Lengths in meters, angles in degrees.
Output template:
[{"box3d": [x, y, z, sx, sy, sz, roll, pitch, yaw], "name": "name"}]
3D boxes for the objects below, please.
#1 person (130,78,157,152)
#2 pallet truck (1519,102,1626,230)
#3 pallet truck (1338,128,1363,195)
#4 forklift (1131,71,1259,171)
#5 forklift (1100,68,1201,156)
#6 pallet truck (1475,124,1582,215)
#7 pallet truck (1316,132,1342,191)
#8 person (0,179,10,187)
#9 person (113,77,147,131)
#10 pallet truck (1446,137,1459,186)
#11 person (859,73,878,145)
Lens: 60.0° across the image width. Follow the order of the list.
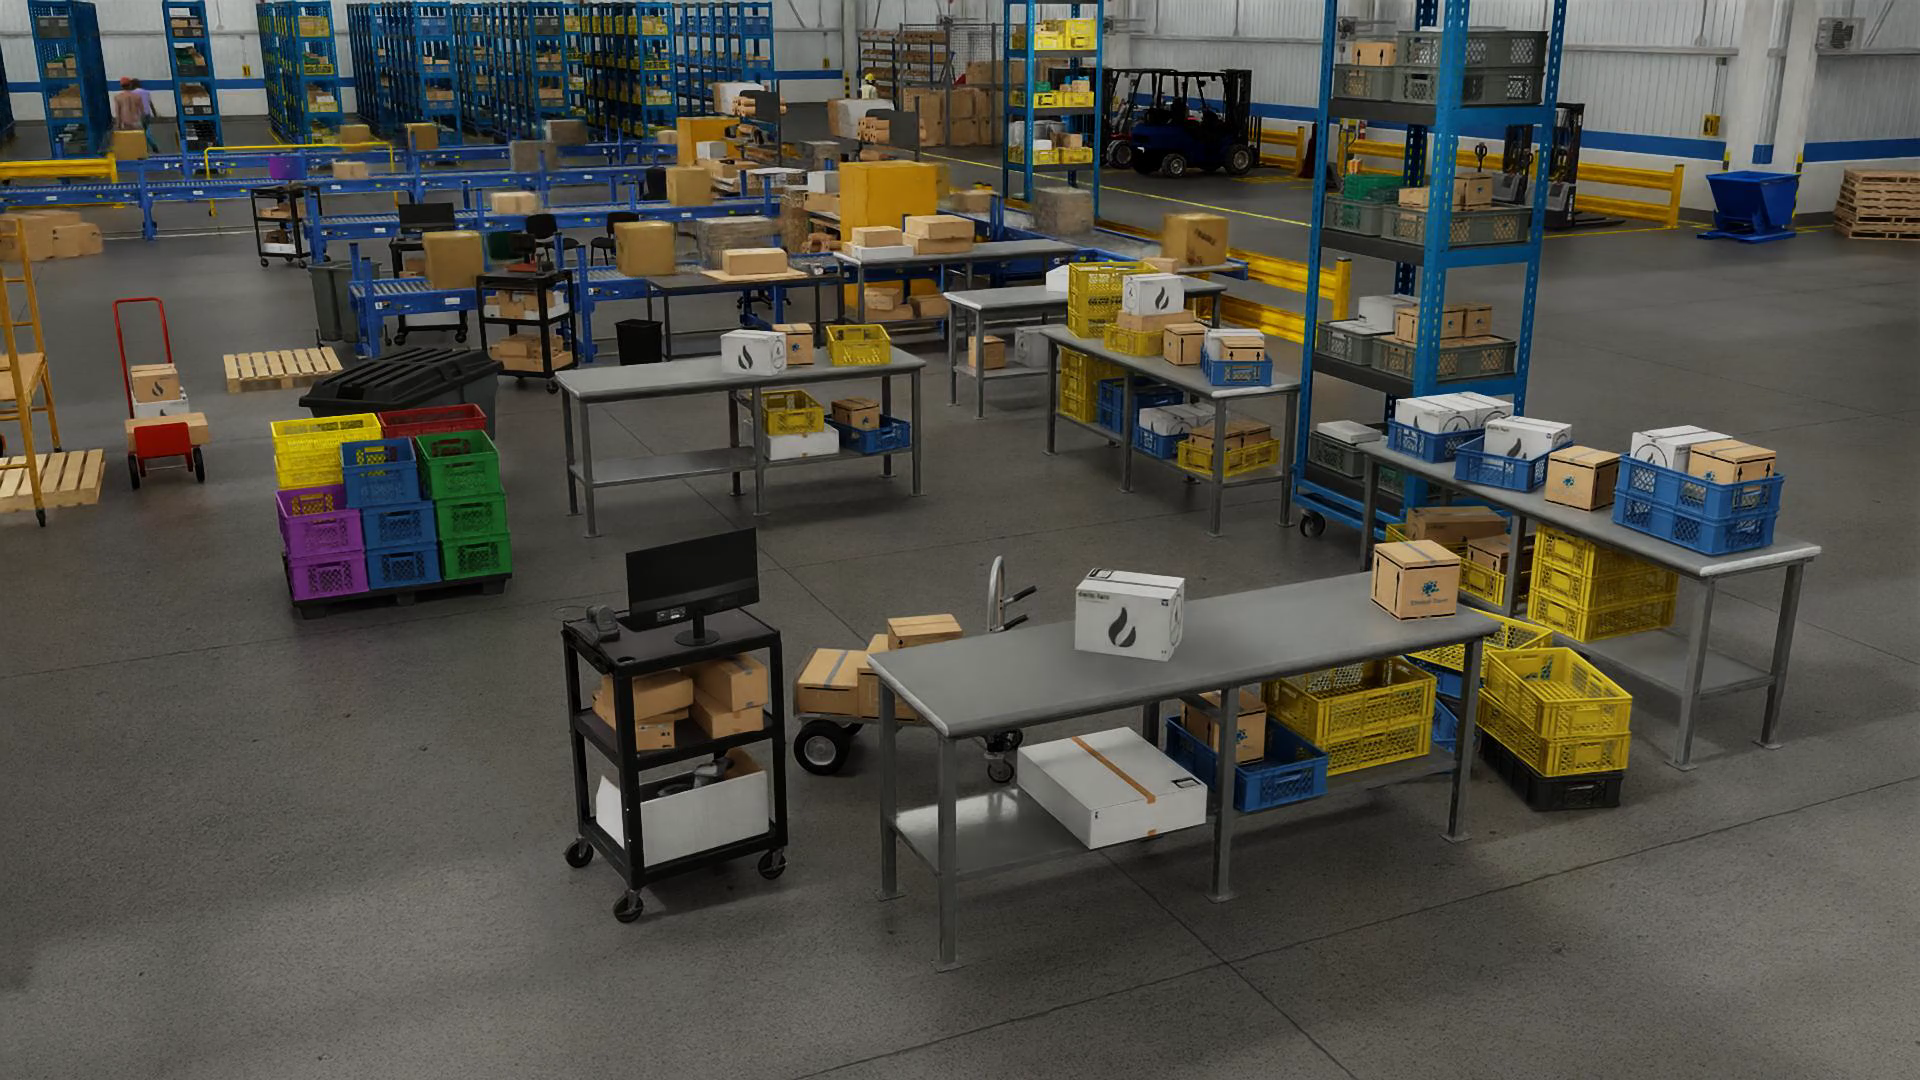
[{"box3d": [-20.280, -10.539, 41.334, 0.759, 1.837, 0.617, 10, 20, 30], "name": "person"}, {"box3d": [9.972, -6.037, 26.785, 1.885, 1.965, 0.823, -9, 20, -25], "name": "pallet truck"}, {"box3d": [7.845, -7.140, 31.411, 1.522, 1.261, 0.704, -9, 20, -25], "name": "pallet truck"}, {"box3d": [4.998, -8.936, 35.413, 2.680, 1.987, 1.157, -9, 20, -25], "name": "forklift"}, {"box3d": [4.082, -9.564, 37.410, 2.680, 1.987, 1.157, -8, 19, -23], "name": "forklift"}, {"box3d": [9.707, -6.455, 28.103, 1.885, 1.965, 0.823, -7, 19, -20], "name": "pallet truck"}, {"box3d": [7.723, -7.504, 32.656, 1.601, 1.201, 0.680, -8, 19, -23], "name": "pallet truck"}, {"box3d": [-18.935, -7.652, 32.058, 0.805, 1.886, 0.637, -1, 18, -2], "name": "person"}, {"box3d": [-18.902, -9.560, 37.964, 0.634, 1.956, 0.996, -10, 20, -30], "name": "person"}, {"box3d": [9.184, -6.485, 29.328, 1.630, 1.274, 0.653, -8, 19, -23], "name": "pallet truck"}, {"box3d": [-2.360, -11.267, 43.538, 0.591, 1.828, 0.404, 14, 22, 37], "name": "person"}]
